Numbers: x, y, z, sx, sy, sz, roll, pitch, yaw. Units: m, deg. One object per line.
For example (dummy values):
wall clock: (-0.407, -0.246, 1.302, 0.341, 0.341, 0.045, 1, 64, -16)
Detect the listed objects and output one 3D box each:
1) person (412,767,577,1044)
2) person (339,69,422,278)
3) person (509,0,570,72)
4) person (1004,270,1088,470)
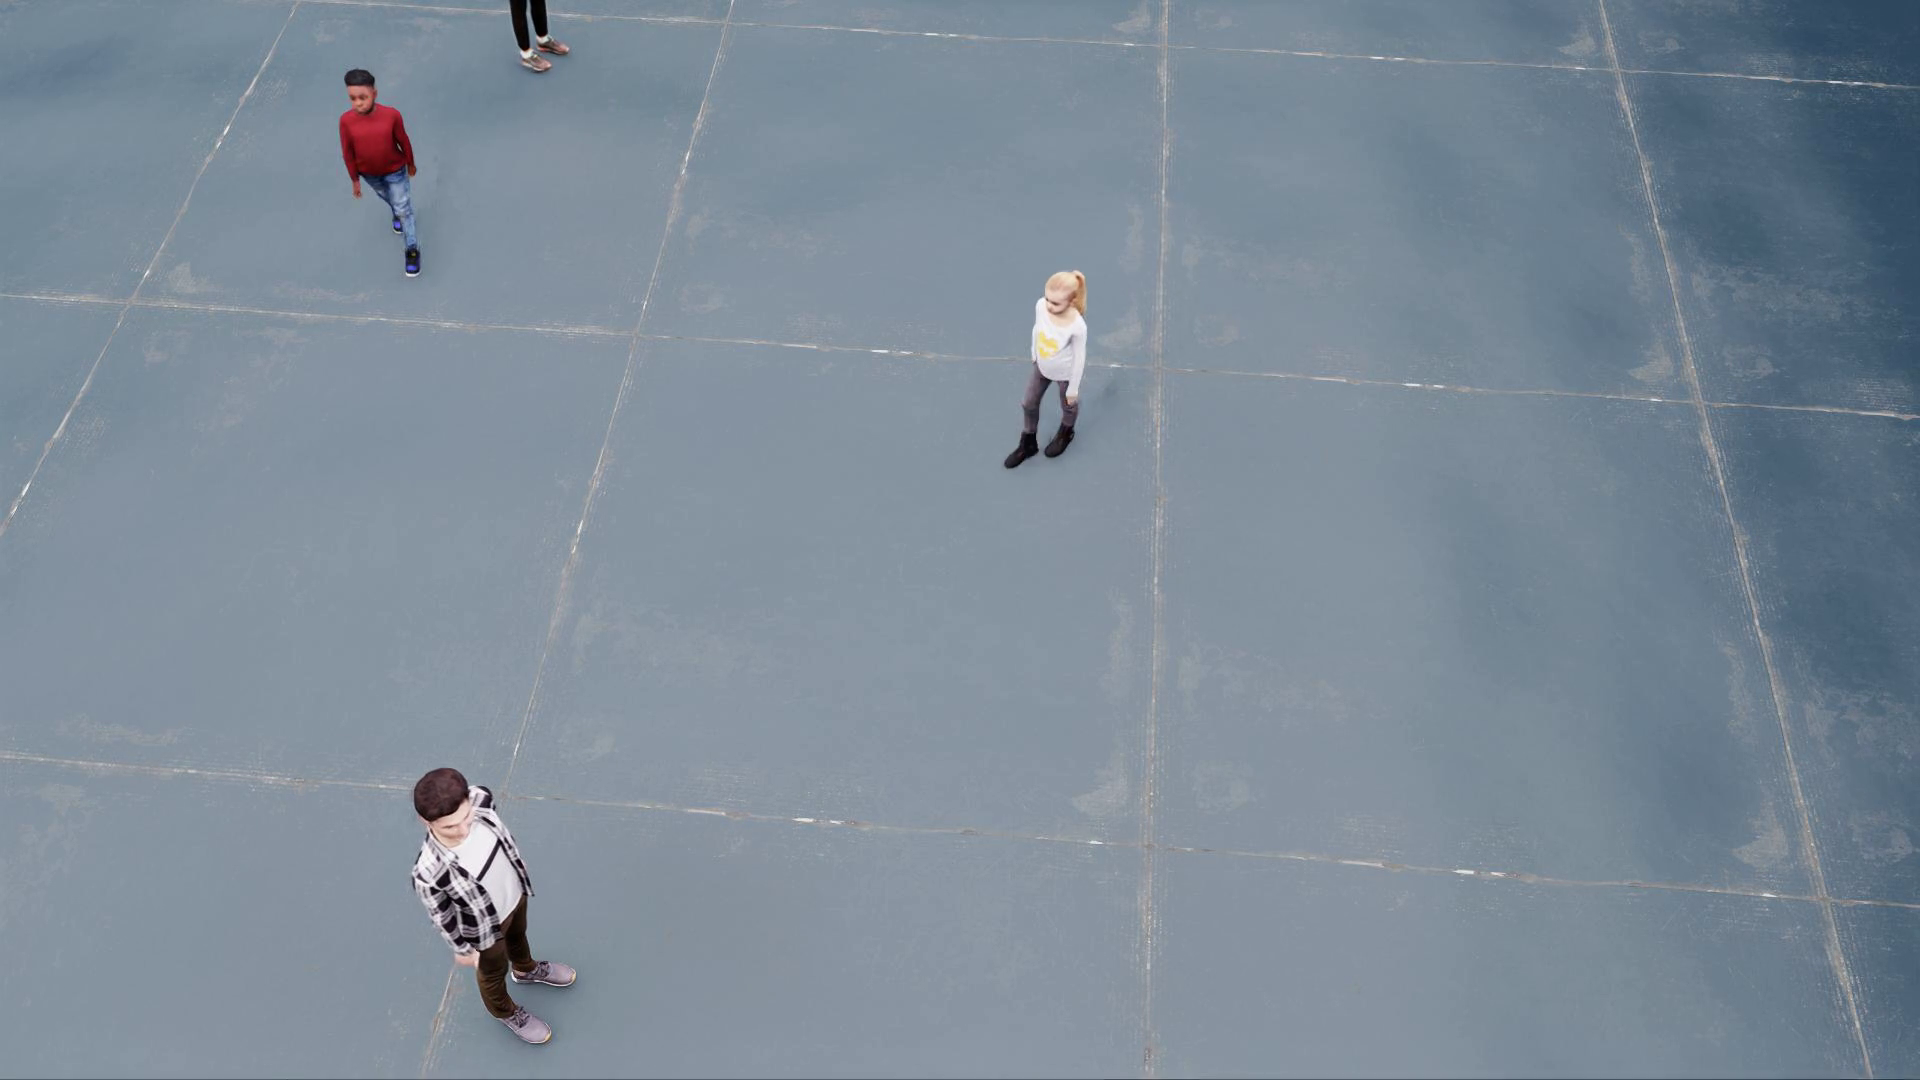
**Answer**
person: (-1.829, 1.394, 6.412, 0.597, 1.806, 0.669, 13, 53, 10)
person: (-3.321, -2.194, 9.552, 0.862, 1.235, 0.688, -6, 52, -4)
person: (-2.797, -3.681, 10.547, 0.642, 1.482, 0.633, 26, 57, 19)
person: (0.543, -0.921, 8.545, 0.716, 1.268, 0.752, 33, 59, 23)
